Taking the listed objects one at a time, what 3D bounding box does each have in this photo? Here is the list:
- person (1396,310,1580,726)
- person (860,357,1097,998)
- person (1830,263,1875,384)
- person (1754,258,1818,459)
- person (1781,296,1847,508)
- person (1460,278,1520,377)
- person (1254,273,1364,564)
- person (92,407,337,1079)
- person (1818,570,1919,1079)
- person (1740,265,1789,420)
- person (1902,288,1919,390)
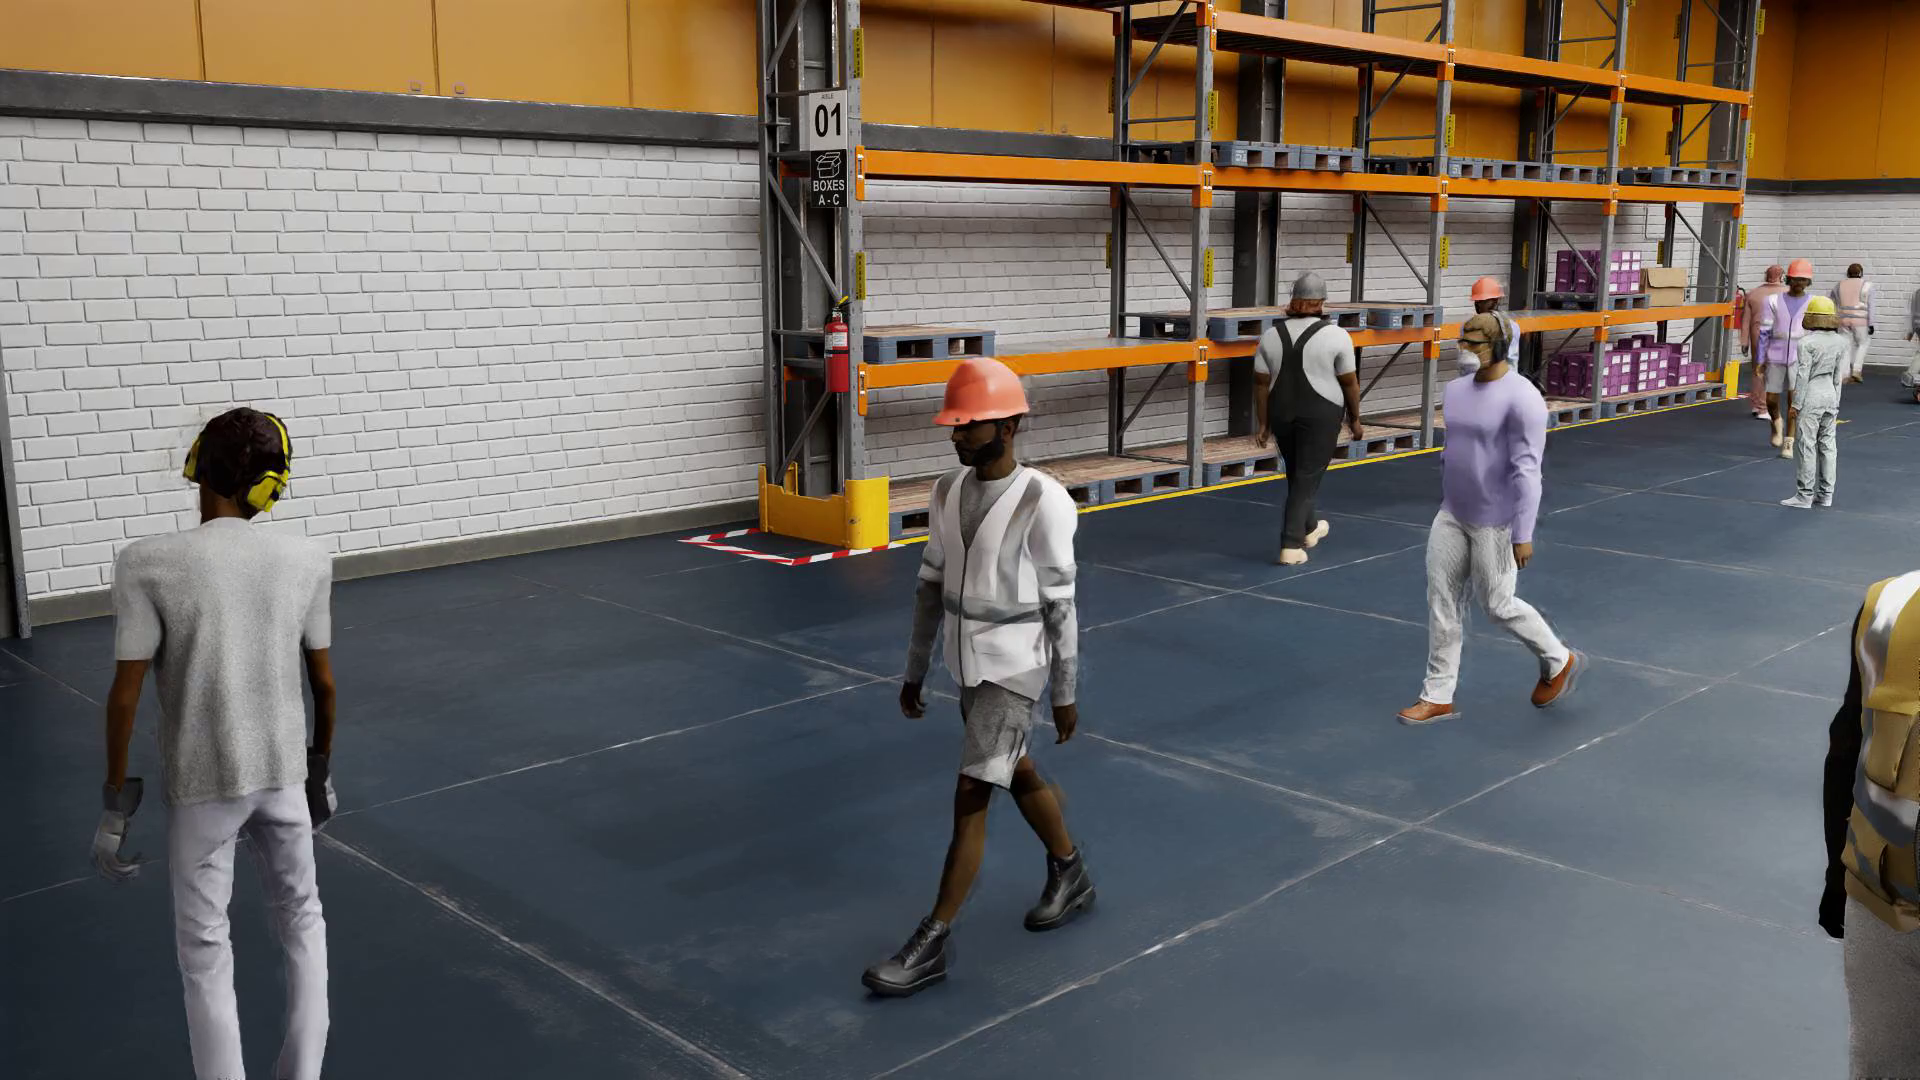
[{"bbox_3d":[2.463,-0.097,7.636,0.855,1.916,0.635,-4,11,-21],"label":"person"},{"bbox_3d":[0.098,0.380,5.115,1.010,1.886,0.566,-9,14,-40],"label":"person"},{"bbox_3d":[13.446,-3.251,25.072,0.644,1.819,0.441,10,15,44],"label":"person"},{"bbox_3d":[8.458,-1.861,16.961,0.624,2.019,0.797,6,12,30],"label":"person"},{"bbox_3d":[7.058,-1.137,13.754,0.492,1.742,0.323,-4,11,-21],"label":"person"},{"bbox_3d":[4.477,-1.275,14.128,0.563,1.894,0.989,9,13,39],"label":"person"},{"bbox_3d":[2.443,-0.888,11.584,0.691,2.000,1.034,9,14,40],"label":"person"},{"bbox_3d":[-1.743,0.615,3.968,0.378,1.840,0.594,10,14,43],"label":"person"},{"bbox_3d":[1.992,0.733,3.289,0.430,1.844,0.624,-7,12,-32],"label":"person"},{"bbox_3d":[9.965,-2.420,20.387,0.759,1.879,0.645,-10,14,-43],"label":"person"},{"bbox_3d":[14.203,-3.067,24.179,0.980,1.773,0.596,-1,10,-4],"label":"person"}]
